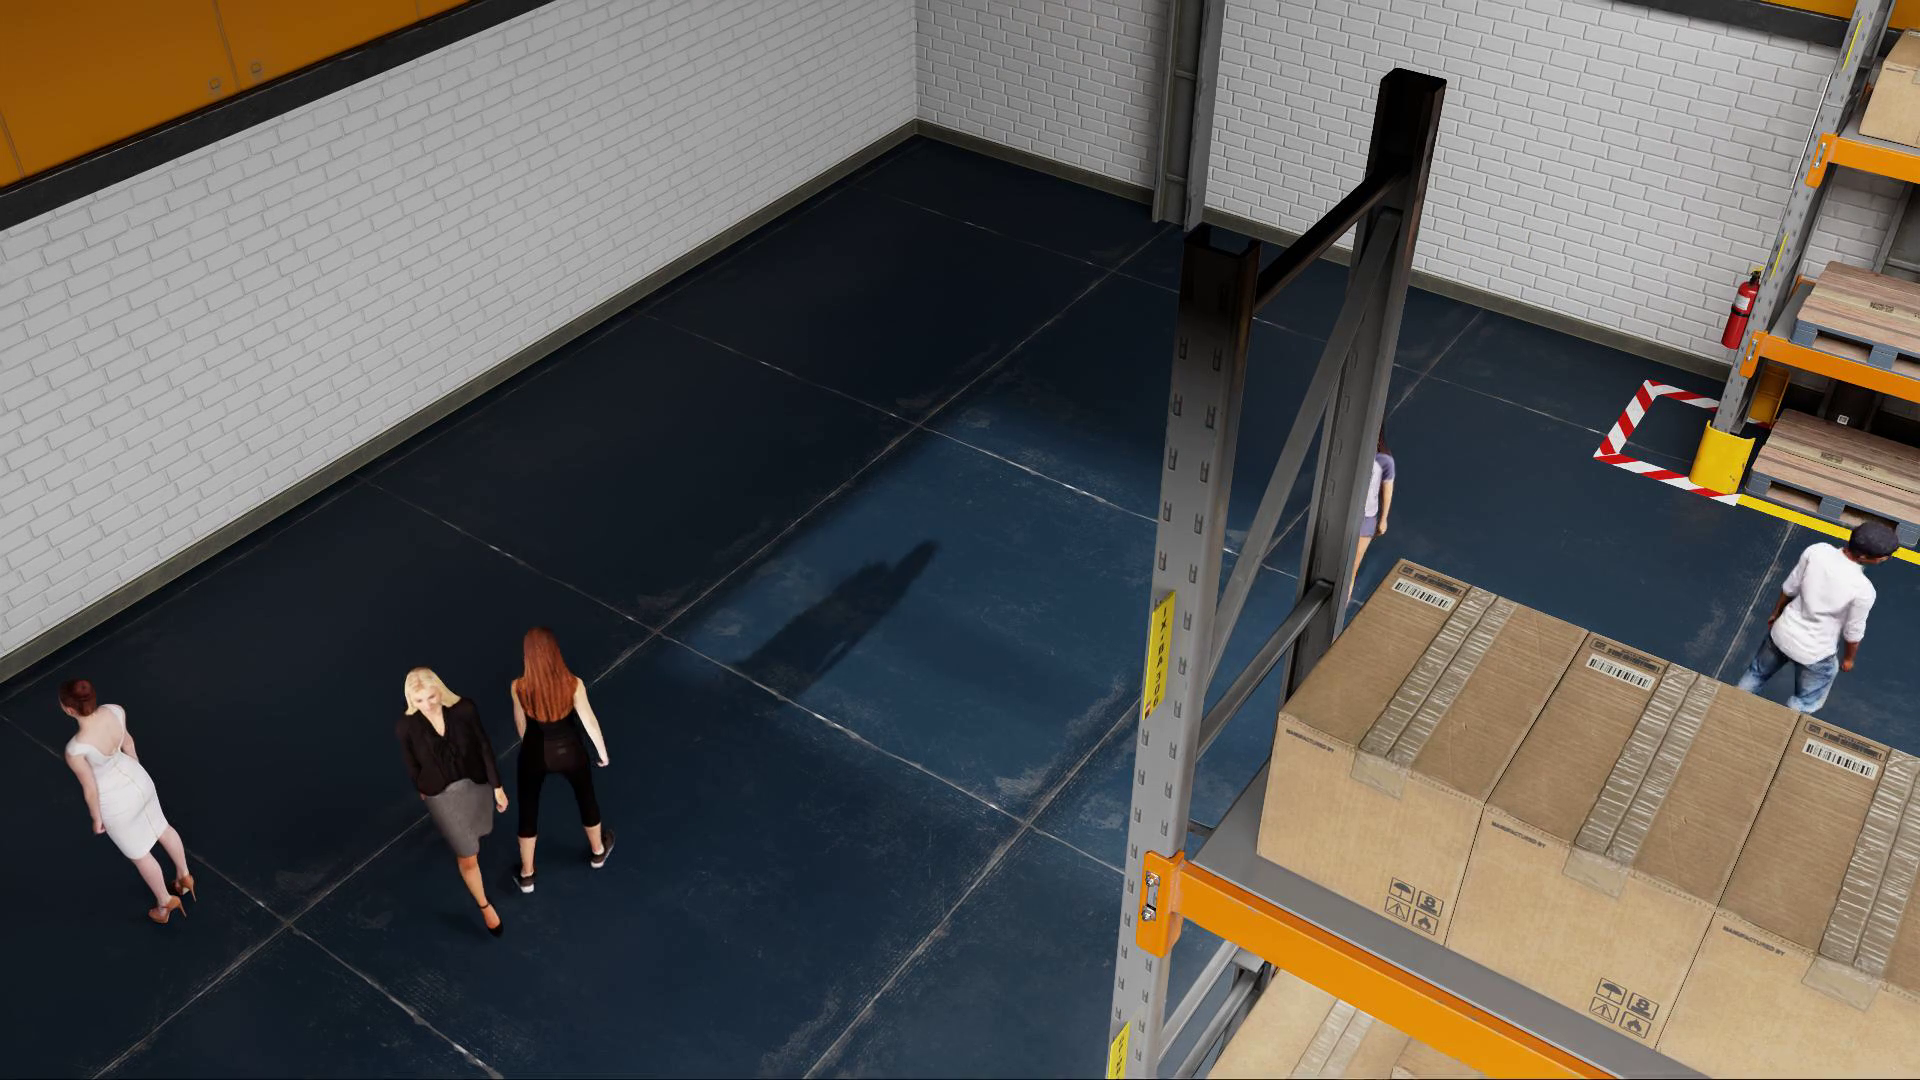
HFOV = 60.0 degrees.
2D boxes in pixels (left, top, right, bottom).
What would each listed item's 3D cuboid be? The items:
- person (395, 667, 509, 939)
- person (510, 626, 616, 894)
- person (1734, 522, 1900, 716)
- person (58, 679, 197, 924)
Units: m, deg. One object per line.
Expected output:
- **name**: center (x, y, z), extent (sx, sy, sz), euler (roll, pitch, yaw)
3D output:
- **person**: center (-2.695, 1.311, 8.940), extent (0.920, 1.813, 1.167), euler (-17, 42, -21)
- **person**: center (-2.226, 1.188, 9.174), extent (0.924, 1.713, 0.997), euler (-4, 39, -5)
- **person**: center (5.021, 0.593, 9.872), extent (0.892, 1.771, 0.741), euler (-29, 47, -31)
- **person**: center (-4.445, 1.384, 8.865), extent (0.589, 1.793, 0.624), euler (9, 39, 11)
